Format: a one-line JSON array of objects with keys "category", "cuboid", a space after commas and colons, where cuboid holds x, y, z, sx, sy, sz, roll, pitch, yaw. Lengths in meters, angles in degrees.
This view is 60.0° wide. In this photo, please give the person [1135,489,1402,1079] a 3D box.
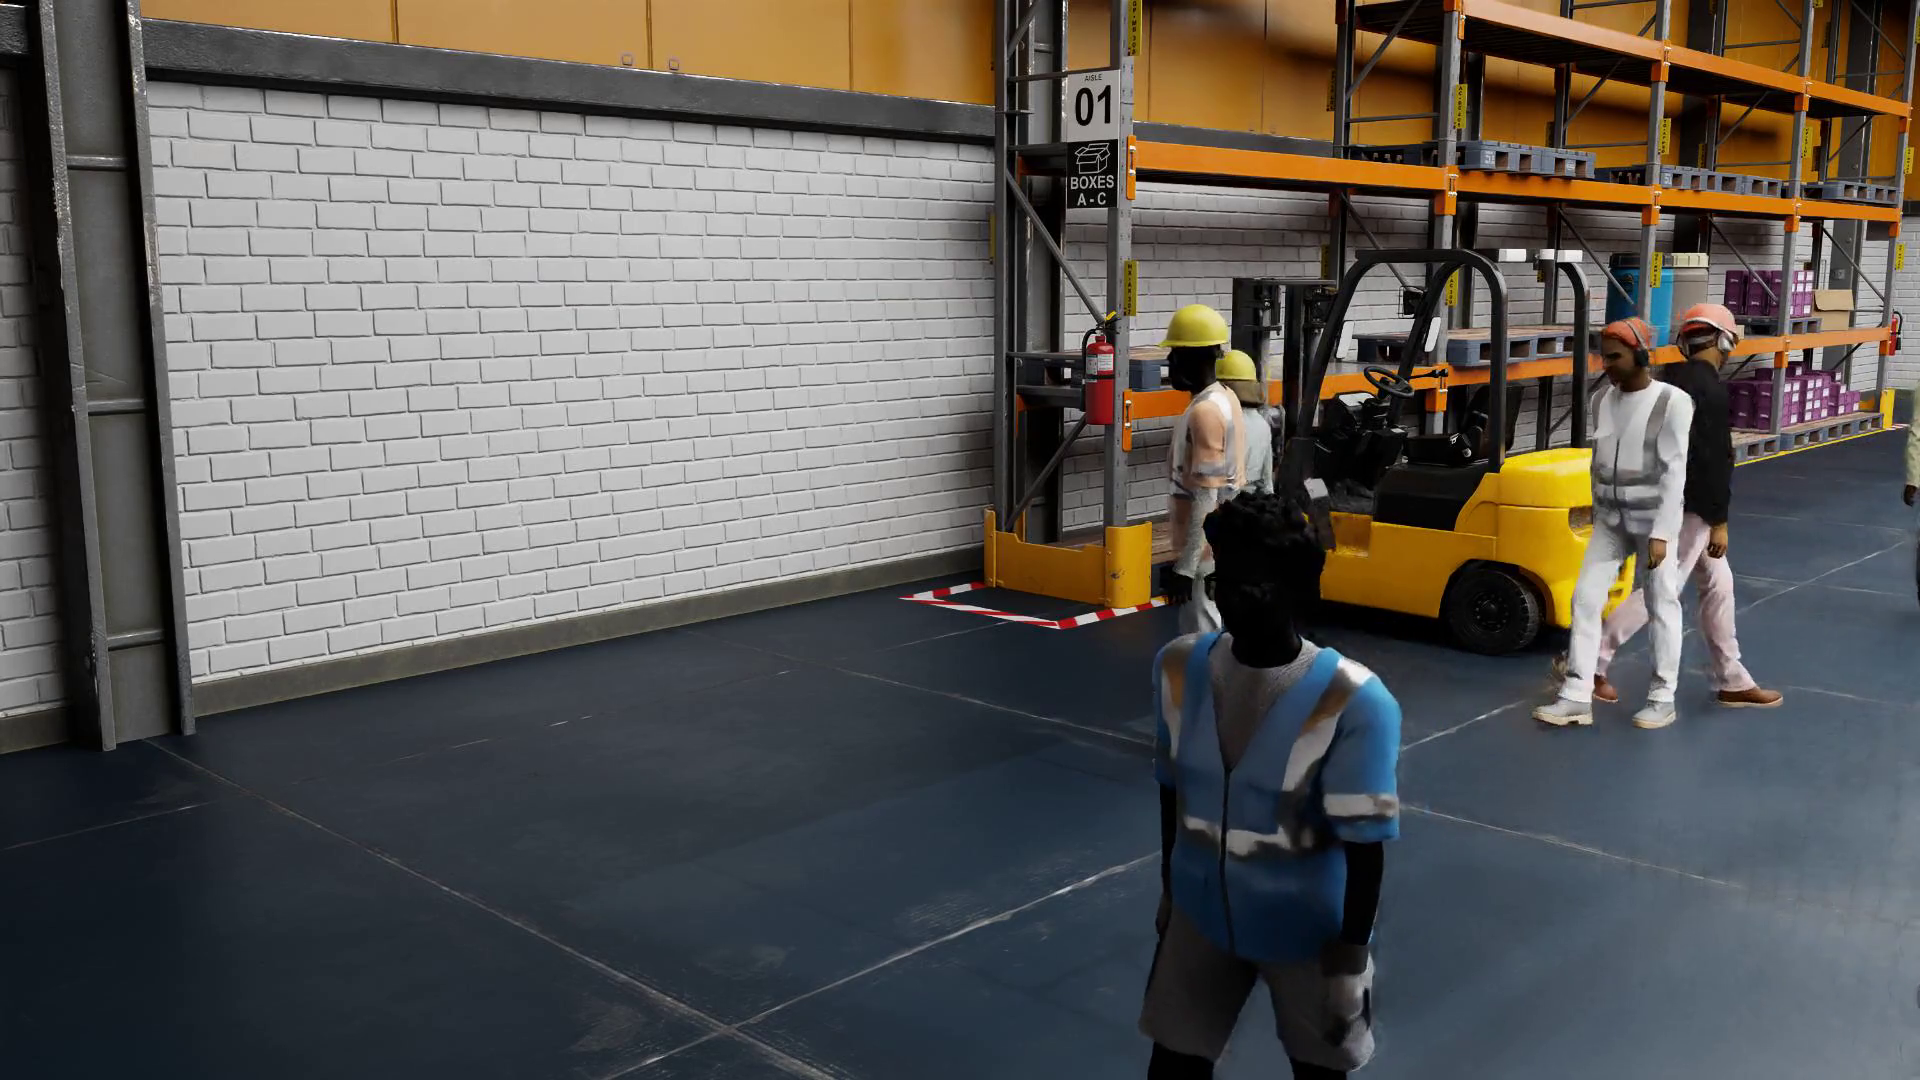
[{"category": "person", "cuboid": [0.513, 0.744, 3.093, 0.557, 1.652, 0.836, 7, 12, 39]}]

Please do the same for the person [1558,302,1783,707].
[{"category": "person", "cuboid": [3.369, -0.151, 7.826, 1.006, 1.927, 0.653, 1, 9, 8]}]

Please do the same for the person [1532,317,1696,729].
[{"category": "person", "cuboid": [2.939, -0.053, 7.405, 0.847, 1.846, 0.605, -5, 11, -30]}]

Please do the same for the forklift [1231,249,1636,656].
[{"category": "forklift", "cuboid": [2.710, -0.584, 9.626, 2.313, 2.155, 1.214, 9, 13, 43]}]

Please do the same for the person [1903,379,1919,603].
[{"category": "person", "cuboid": [5.715, -0.372, 9.496, 0.598, 1.810, 0.678, 4, 10, 22]}]

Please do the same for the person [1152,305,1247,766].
[{"category": "person", "cuboid": [0.976, 0.004, 6.841, 0.389, 1.924, 0.646, 2, 9, 11]}]

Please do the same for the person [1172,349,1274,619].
[{"category": "person", "cuboid": [1.356, -0.051, 7.889, 0.908, 1.698, 0.494, 6, 11, 33]}]
